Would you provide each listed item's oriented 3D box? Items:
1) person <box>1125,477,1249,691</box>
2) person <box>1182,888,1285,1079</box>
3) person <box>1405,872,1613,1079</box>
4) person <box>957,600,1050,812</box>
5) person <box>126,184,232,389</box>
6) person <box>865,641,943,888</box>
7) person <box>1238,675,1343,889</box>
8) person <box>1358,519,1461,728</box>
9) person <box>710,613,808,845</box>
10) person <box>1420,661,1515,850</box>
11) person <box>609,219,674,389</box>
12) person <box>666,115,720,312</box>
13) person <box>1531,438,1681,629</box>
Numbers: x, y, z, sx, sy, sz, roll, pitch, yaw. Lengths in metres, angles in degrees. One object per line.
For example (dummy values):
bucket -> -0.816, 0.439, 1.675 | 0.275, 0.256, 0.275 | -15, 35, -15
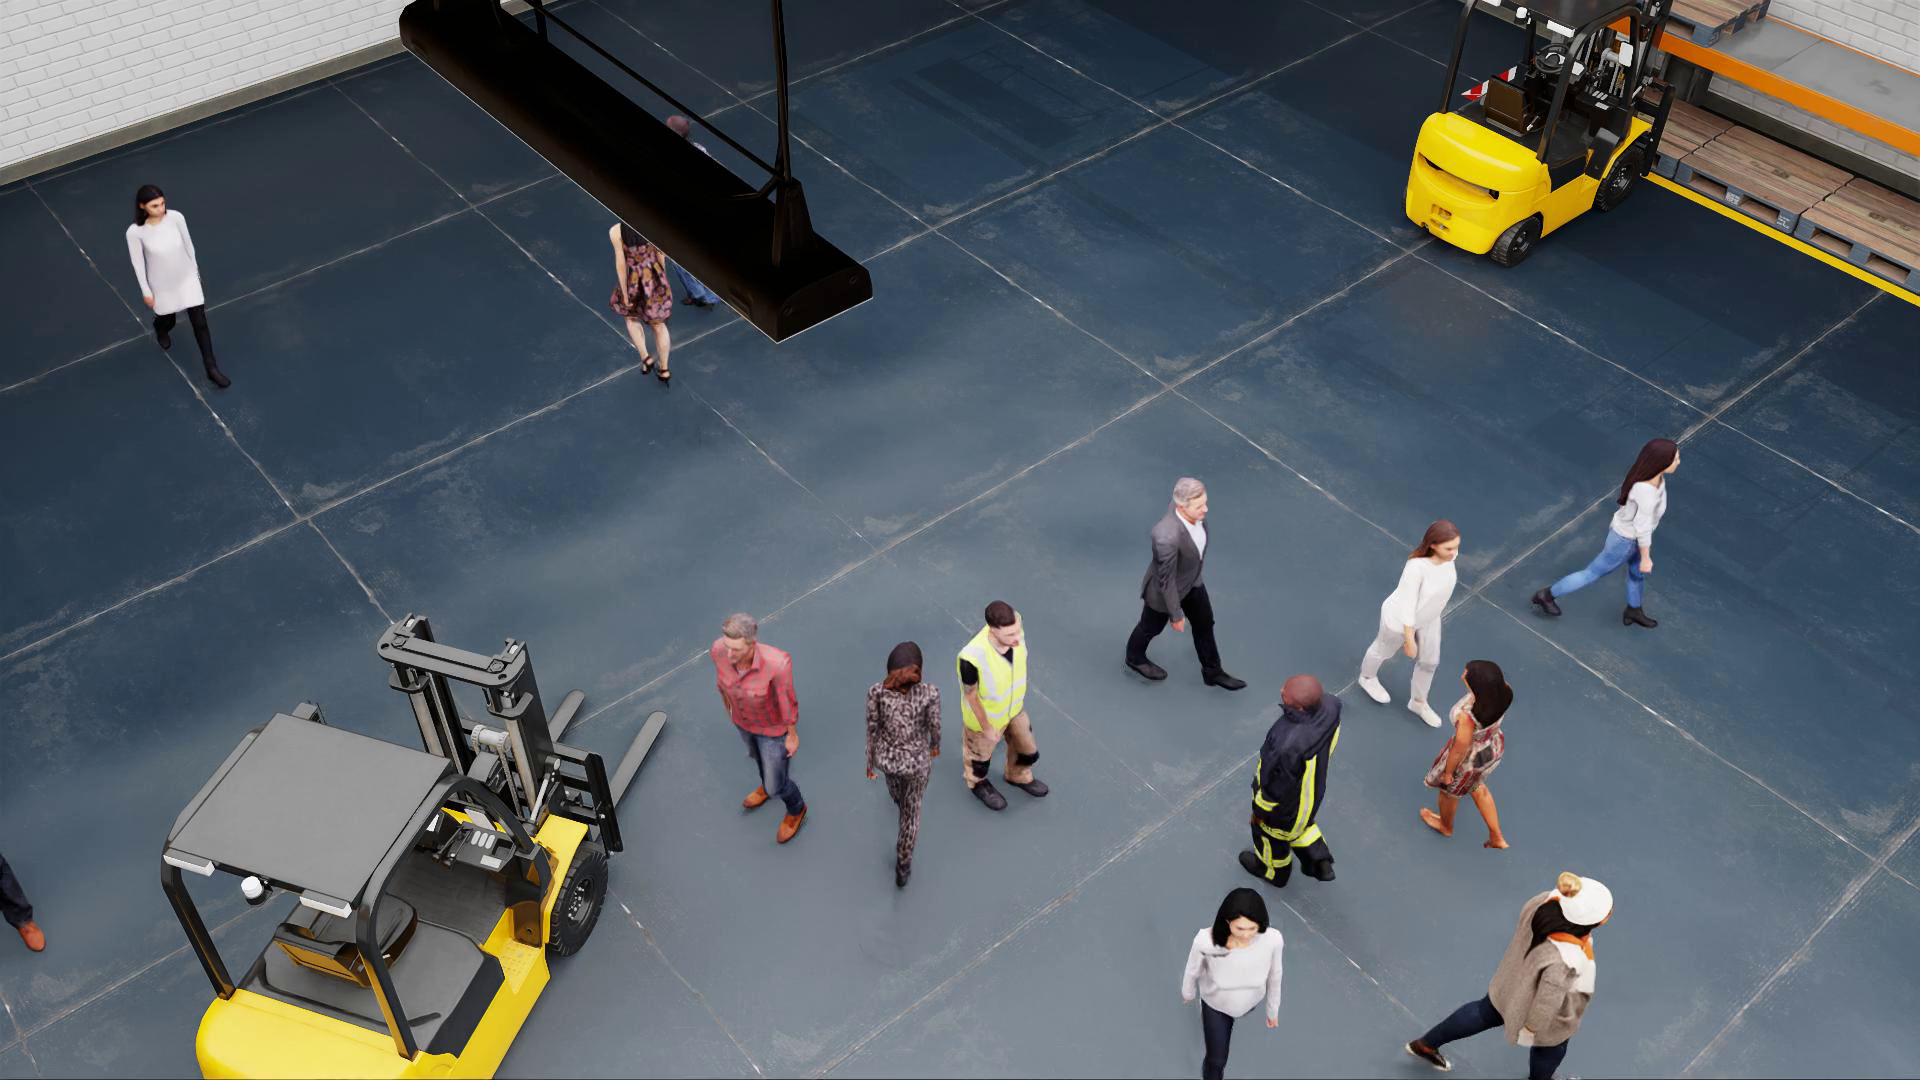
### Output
person -> 1.273, 0.252, 10.477 | 1.164, 1.812, 0.958 | 21, 47, 20
person -> 1.375, 2.248, 8.491 | 0.988, 1.661, 1.182 | -6, 44, -6
person -> 2.786, 2.239, 8.354 | 1.206, 1.862, 1.188 | 0, 44, 0
person -> 0.141, 0.917, 9.770 | 0.759, 1.823, 0.737 | 31, 52, 29
person -> -6.123, -2.023, 12.890 | 0.655, 1.775, 1.067 | -28, 50, -26
person -> -0.337, 1.317, 9.459 | 0.996, 1.672, 1.070 | 2, 44, 2
person -> 1.921, 1.402, 9.275 | 0.907, 1.804, 0.818 | 32, 52, 29
person -> 2.777, 0.423, 10.406 | 0.665, 1.662, 0.866 | -26, 50, -25
person -> -1.129, 1.018, 9.669 | 0.758, 1.816, 0.869 | 23, 48, 22
person -> 2.989, 1.293, 9.525 | 0.655, 1.617, 0.804 | -26, 49, -24
person -> -2.382, -1.902, 12.776 | 0.692, 1.758, 0.756 | -22, 48, -21
person -> -2.110, -2.590, 13.482 | 0.738, 1.781, 0.743 | 24, 49, 23
person -> 4.276, -0.011, 10.910 | 1.158, 1.594, 0.937 | 15, 46, 16
